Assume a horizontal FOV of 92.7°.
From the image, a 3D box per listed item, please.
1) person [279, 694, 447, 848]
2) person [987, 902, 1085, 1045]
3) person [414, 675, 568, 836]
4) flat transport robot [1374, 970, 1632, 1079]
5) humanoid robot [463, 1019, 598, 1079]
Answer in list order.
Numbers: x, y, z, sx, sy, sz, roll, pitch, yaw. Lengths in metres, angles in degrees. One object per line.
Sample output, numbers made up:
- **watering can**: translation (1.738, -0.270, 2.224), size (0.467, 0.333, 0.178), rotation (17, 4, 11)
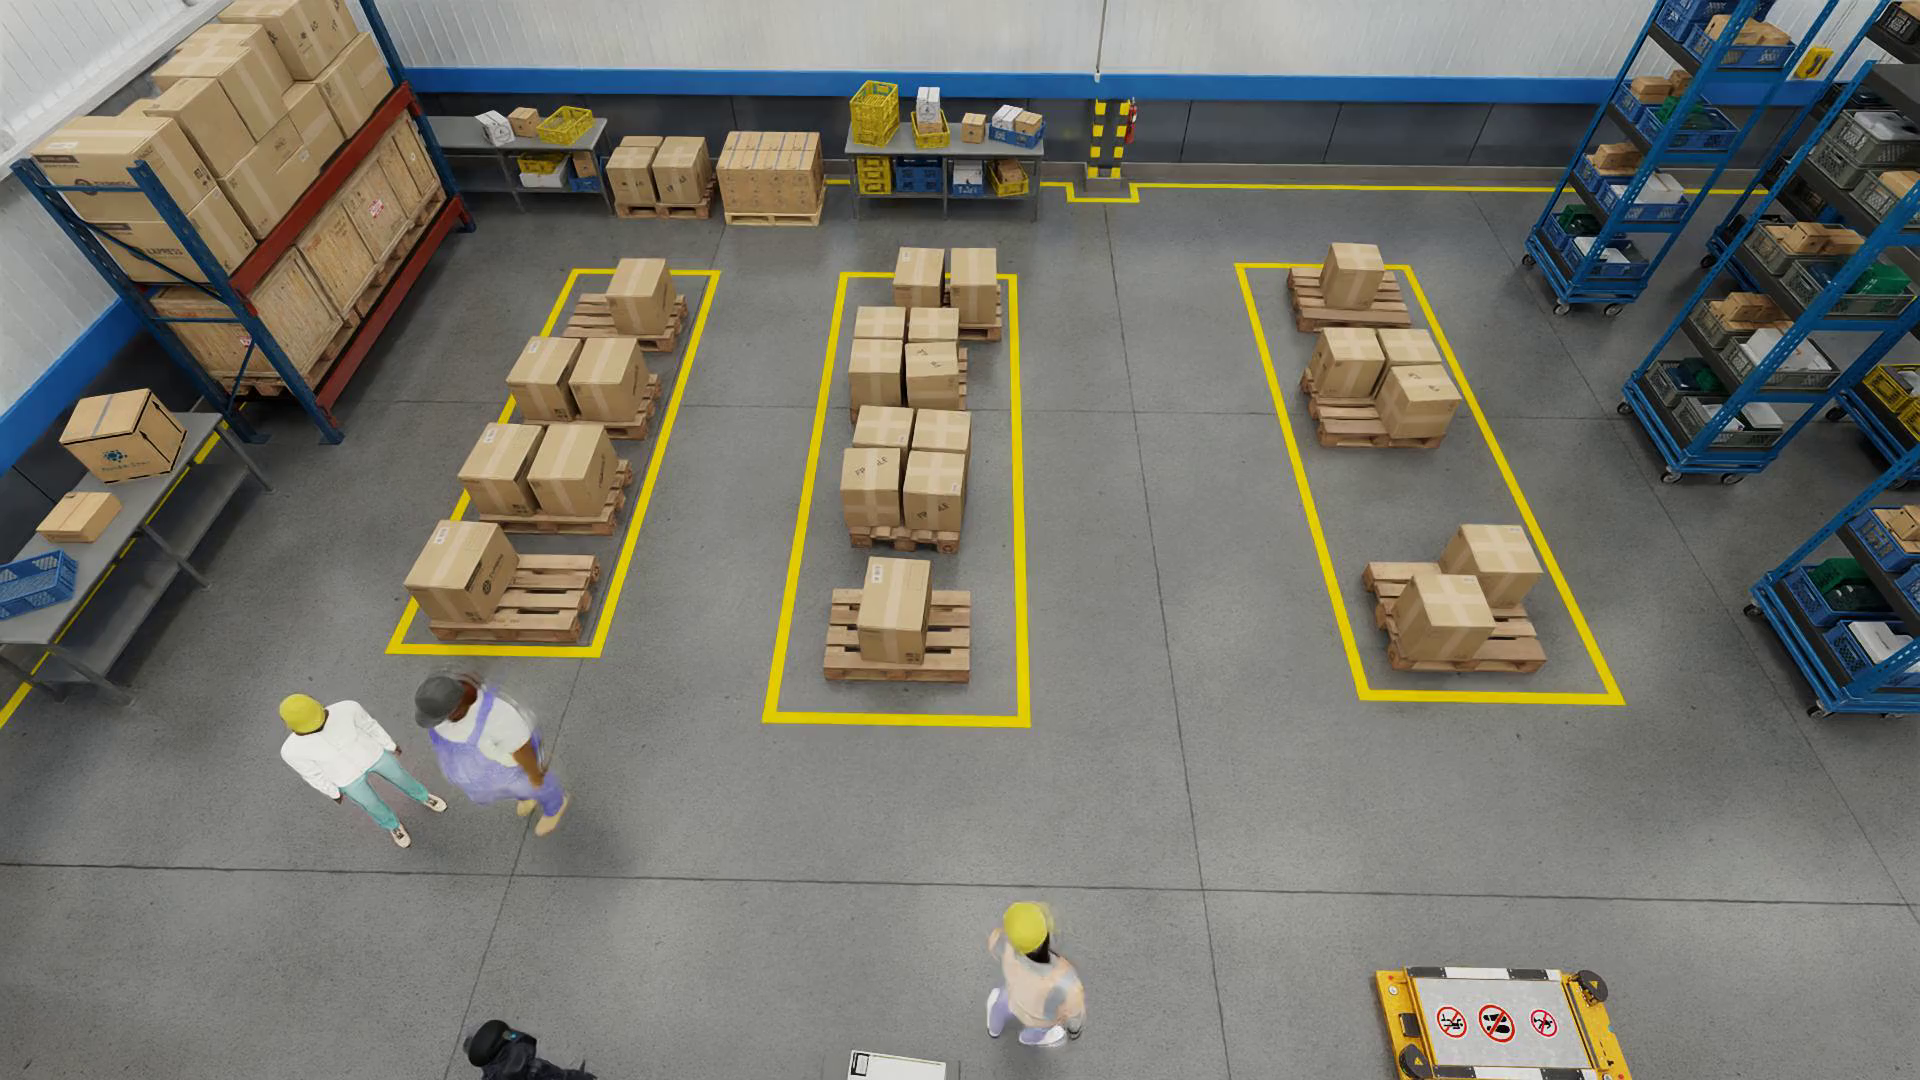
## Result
- **person**: translation (-4.096, 1.546, 6.260), size (0.311, 1.766, 0.522), rotation (27, 56, 20)
- **person**: translation (0.408, 2.632, 5.310), size (0.653, 1.880, 0.377), rotation (36, 59, 26)
- **person**: translation (-3.134, 1.468, 6.147), size (0.710, 2.000, 0.536), rotation (15, 52, 12)
- **flat transport robot**: translation (3.501, 3.133, 5.914), size (1.431, 0.197, 0.652), rotation (1, 51, 1)
- **humanoid robot**: translation (-2.369, 3.004, 5.126), size (0.570, 1.648, 0.360), rotation (10, 52, 8)
